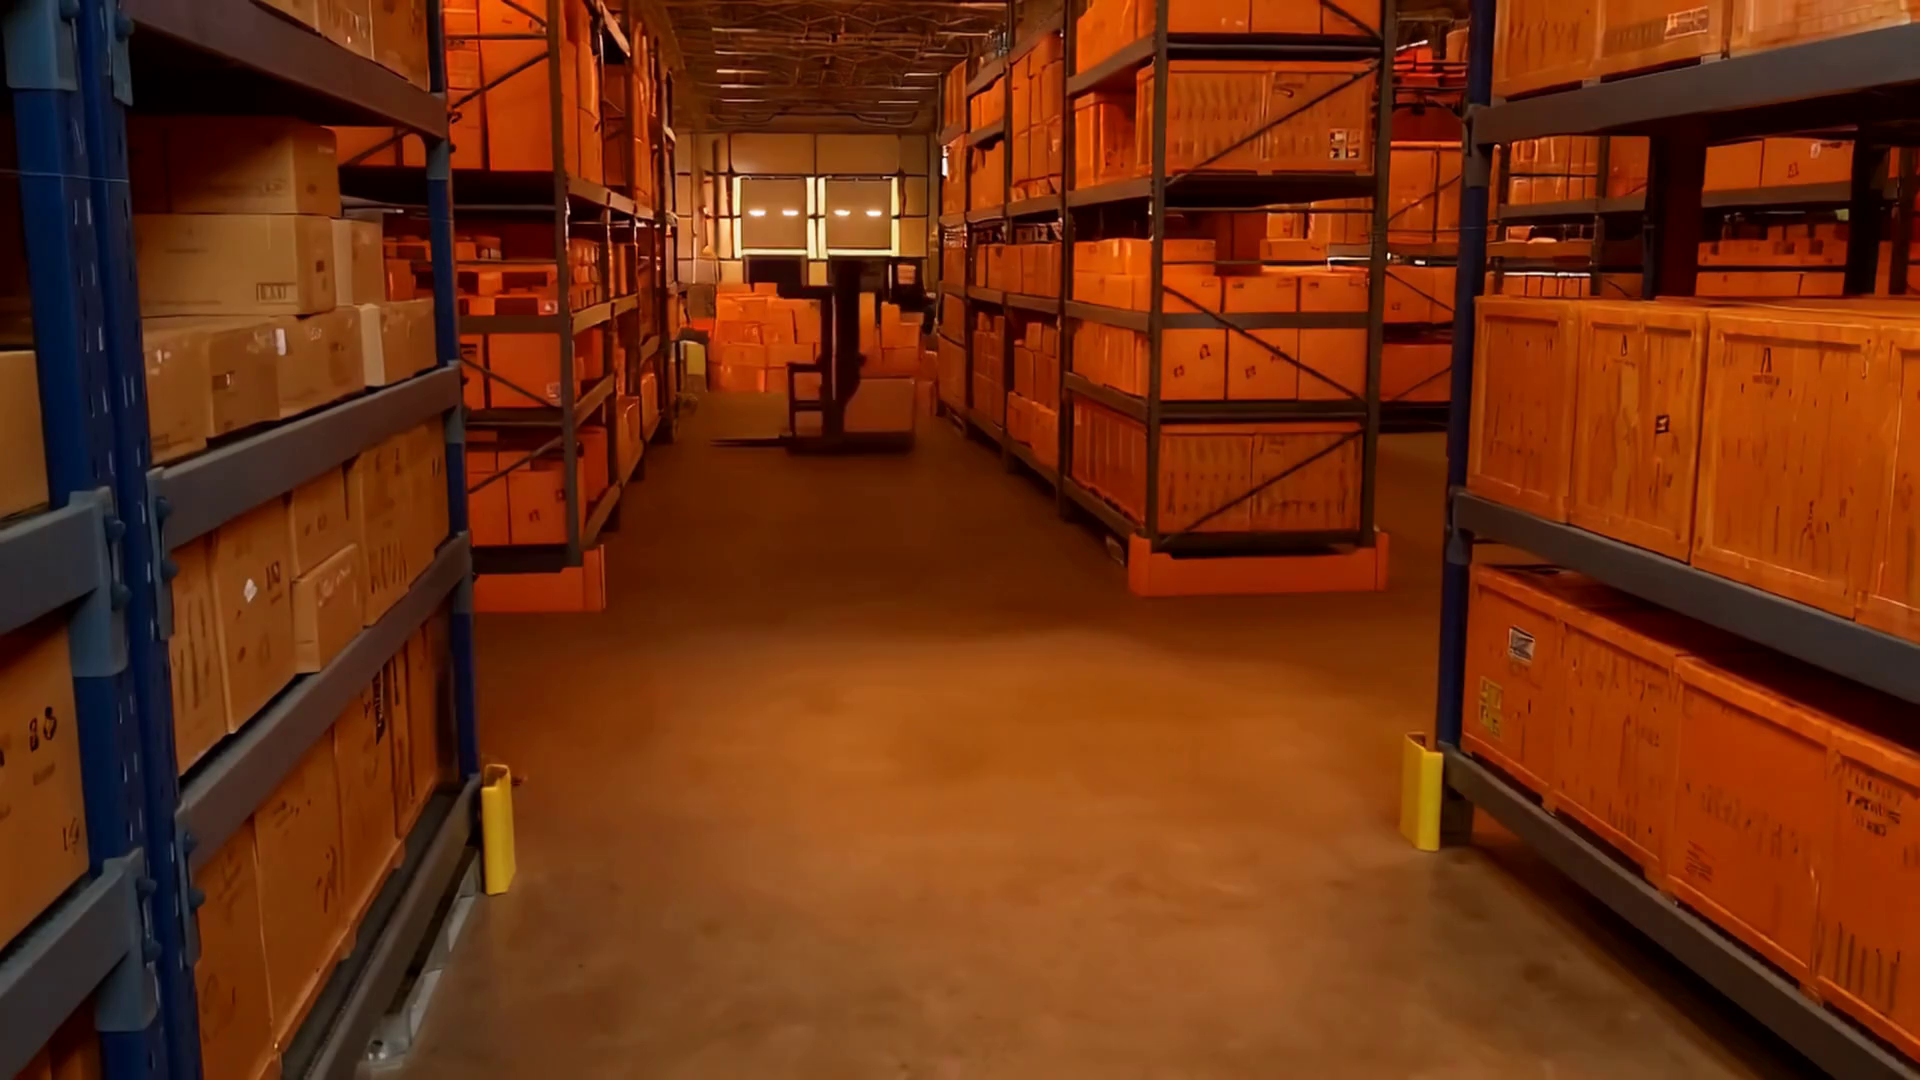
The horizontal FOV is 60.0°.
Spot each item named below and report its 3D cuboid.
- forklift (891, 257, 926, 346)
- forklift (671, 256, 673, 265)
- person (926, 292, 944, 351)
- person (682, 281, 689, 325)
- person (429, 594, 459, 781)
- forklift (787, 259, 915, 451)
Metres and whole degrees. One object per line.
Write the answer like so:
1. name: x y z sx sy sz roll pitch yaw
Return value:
1. forklift: -1.692 -7.555 52.548 1.129 2.768 1.873 -1 10 -7
2. forklift: -10.987 -9.066 61.344 1.129 2.768 1.873 -1 10 -7
3. person: -0.525 -5.835 45.337 0.764 1.922 0.639 2 10 12
4. person: -9.891 -8.430 60.423 0.384 1.924 0.589 7 12 35
5. person: -2.597 0.616 8.346 0.415 1.729 0.494 -1 10 -7
6. forklift: -1.650 -2.756 24.608 1.873 2.768 1.129 -1 10 -7
